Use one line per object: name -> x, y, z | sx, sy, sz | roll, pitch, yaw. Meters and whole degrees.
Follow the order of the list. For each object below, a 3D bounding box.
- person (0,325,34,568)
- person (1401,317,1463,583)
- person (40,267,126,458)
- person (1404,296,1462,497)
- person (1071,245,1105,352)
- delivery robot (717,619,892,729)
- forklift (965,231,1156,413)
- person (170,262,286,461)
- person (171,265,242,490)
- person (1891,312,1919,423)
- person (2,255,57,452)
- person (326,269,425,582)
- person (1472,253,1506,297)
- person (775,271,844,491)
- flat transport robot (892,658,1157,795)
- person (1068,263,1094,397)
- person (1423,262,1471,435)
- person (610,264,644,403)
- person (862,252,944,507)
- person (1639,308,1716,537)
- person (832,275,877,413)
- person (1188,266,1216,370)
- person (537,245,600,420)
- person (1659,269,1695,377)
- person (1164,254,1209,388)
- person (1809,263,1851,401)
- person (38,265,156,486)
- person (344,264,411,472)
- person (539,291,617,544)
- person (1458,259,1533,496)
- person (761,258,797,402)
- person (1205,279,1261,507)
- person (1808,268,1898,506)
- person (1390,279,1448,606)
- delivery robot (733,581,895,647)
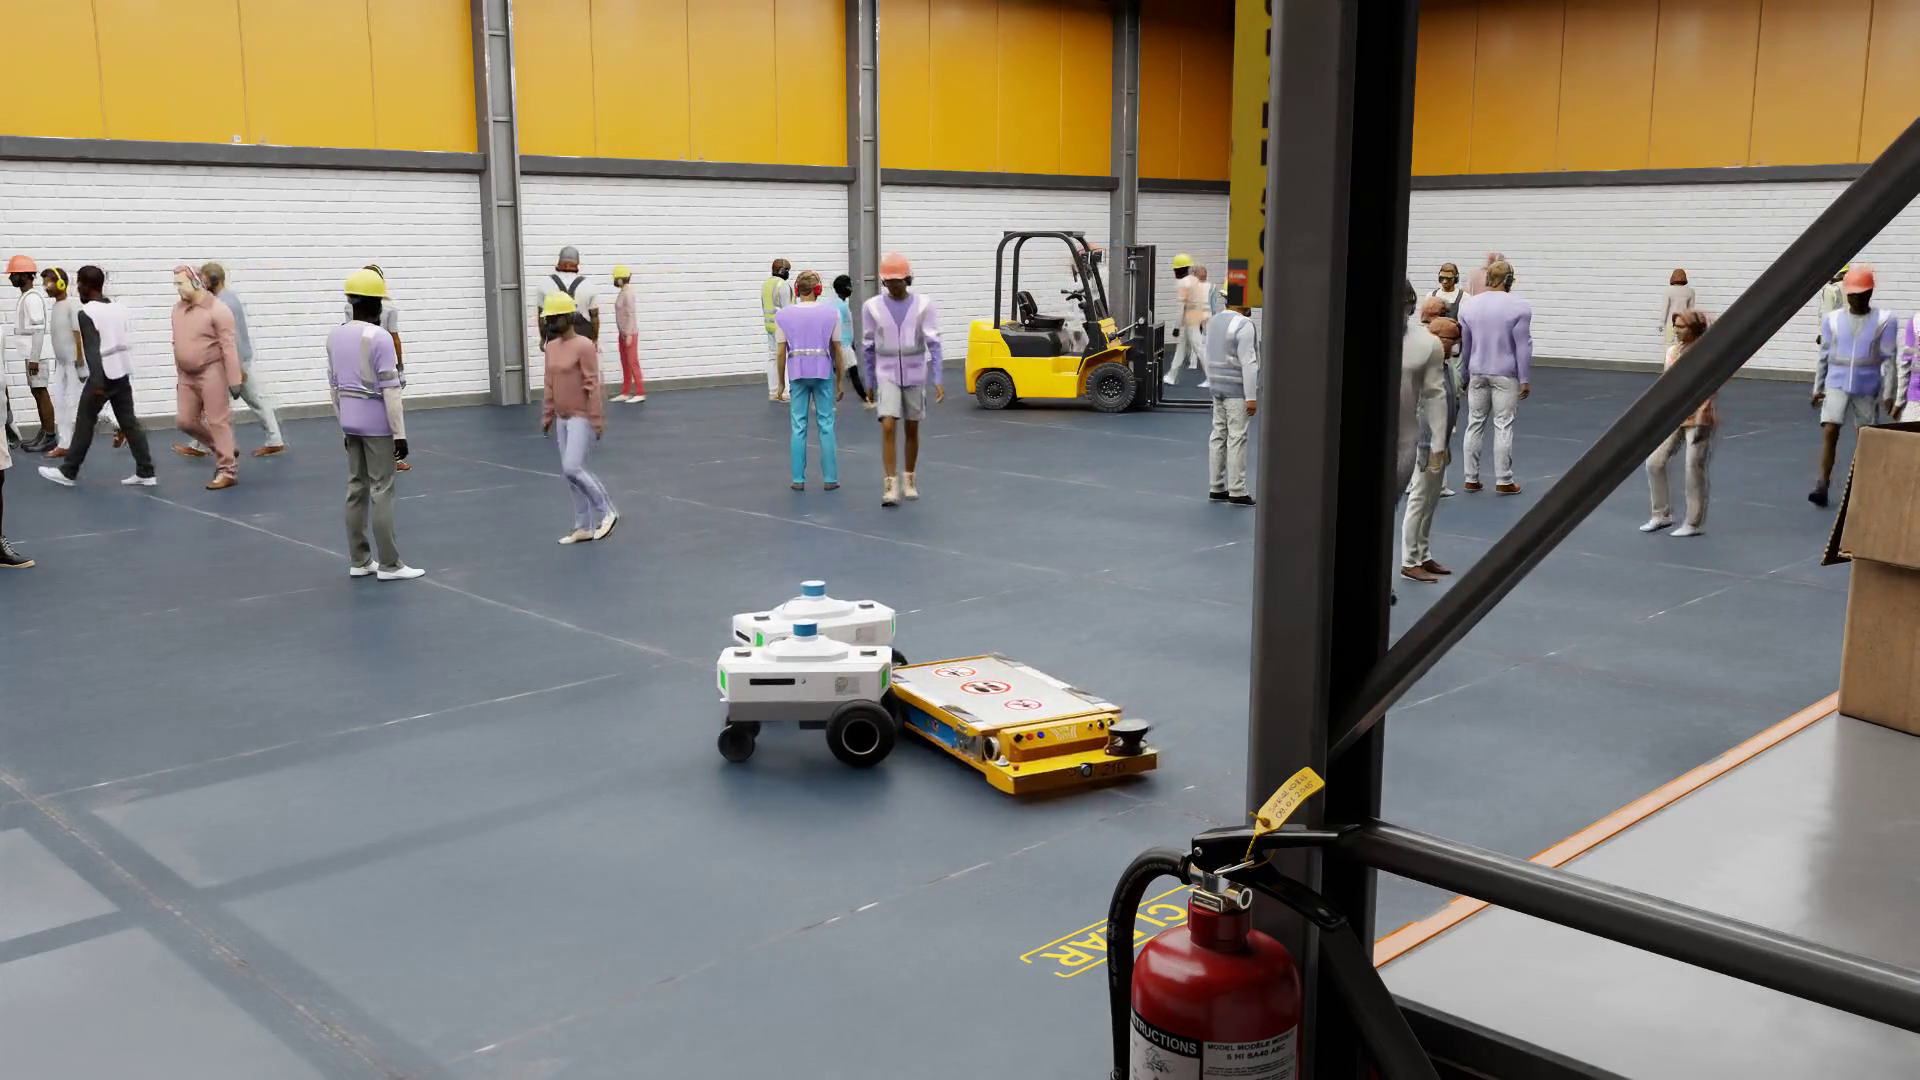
person -> -6.188, -0.755, 10.462 | 0.367, 1.966, 0.607 | 2, 11, 12
person -> 2.940, -0.564, 10.330 | 0.270, 1.631, 0.507 | 7, 12, 33
person -> -8.557, -1.720, 16.116 | 0.529, 1.836, 0.734 | 8, 13, 38
person -> 3.850, -1.169, 13.621 | 0.523, 1.636, 0.311 | 9, 14, 40
person -> 2.010, -3.777, 26.864 | 0.620, 1.988, 1.039 | 7, 12, 33
delivery robot -> -0.636, 0.568, 6.846 | 0.707, 0.478, 0.477 | 0, 10, -1
forklift -> 1.222, -2.721, 20.561 | 2.313, 2.155, 1.214 | 2, 11, 13
person -> -6.985, -1.691, 15.817 | 1.025, 1.878, 0.631 | -4, 11, -19
person -> -6.355, -1.374, 14.052 | 0.725, 1.885, 0.479 | 4, 11, 23
person -> 6.963, -0.992, 11.865 | 0.420, 1.927, 0.587 | -9, 14, -40
person -> -9.177, -1.836, 16.436 | 0.360, 1.938, 0.545 | -7, 12, -33
person -> -3.638, -0.703, 10.288 | 0.587, 1.927, 0.365 | 6, 12, 31
person -> 7.769, -3.269, 24.454 | 0.394, 1.872, 0.718 | -3, 11, -15
person -> -1.250, -1.317, 13.878 | 0.563, 1.837, 0.388 | -1, 10, -3
flat transport robot -> 0.157, 0.730, 6.993 | 0.652, 0.197, 1.431 | -5, 12, -27
person -> 1.655, -2.802, 21.888 | 0.572, 1.865, 0.616 | 1, 10, 6
person -> 5.205, -2.051, 17.872 | 0.504, 1.843, 0.345 | 6, 12, 31
person -> -4.278, -2.635, 21.274 | 0.342, 1.768, 0.530 | -5, 12, -26
person -> -0.445, -1.254, 13.102 | 0.648, 1.985, 0.968 | 0, 10, -1
person -> 5.084, -0.813, 11.739 | 0.496, 1.623, 0.519 | -4, 11, -22
person -> -1.332, -2.339, 19.930 | 0.884, 1.647, 0.552 | -1, 10, -6
person -> 3.818, -3.523, 26.444 | 0.515, 1.641, 0.315 | -1, 10, -7
person -> -4.421, -2.330, 18.851 | 0.696, 2.000, 0.653 | -2, 11, -11
person -> 10.736, -3.241, 24.930 | 0.504, 1.631, 0.279 | 0, 10, -2
person -> 3.213, -3.068, 23.340 | 0.938, 1.870, 0.600 | 4, 11, 20
person -> 11.295, -2.710, 21.489 | 0.600, 1.831, 0.404 | -5, 12, -27
person -> -7.370, -1.382, 14.147 | 0.950, 1.870, 0.606 | 1, 10, 5
person -> -5.246, -1.534, 14.976 | 0.530, 1.871, 0.323 | 0, 10, 2
person -> -2.679, -0.826, 11.438 | 0.378, 1.751, 0.531 | -10, 15, -44
person -> 4.393, -1.330, 13.693 | 0.627, 1.934, 0.371 | 9, 14, 40
person -> -2.293, -2.686, 21.350 | 0.429, 1.838, 0.622 | -7, 13, -34
person -> 2.172, -1.176, 13.126 | 0.404, 1.832, 0.597 | -5, 11, -24
person -> 7.038, -1.196, 13.134 | 0.598, 1.866, 1.040 | 7, 13, 34
person -> 2.472, -0.543, 9.502 | 0.654, 1.888, 1.007 | -1, 10, -5
delivery robot -> -0.664, 0.430, 7.595 | 0.707, 0.478, 0.477 | -6, 12, -27
